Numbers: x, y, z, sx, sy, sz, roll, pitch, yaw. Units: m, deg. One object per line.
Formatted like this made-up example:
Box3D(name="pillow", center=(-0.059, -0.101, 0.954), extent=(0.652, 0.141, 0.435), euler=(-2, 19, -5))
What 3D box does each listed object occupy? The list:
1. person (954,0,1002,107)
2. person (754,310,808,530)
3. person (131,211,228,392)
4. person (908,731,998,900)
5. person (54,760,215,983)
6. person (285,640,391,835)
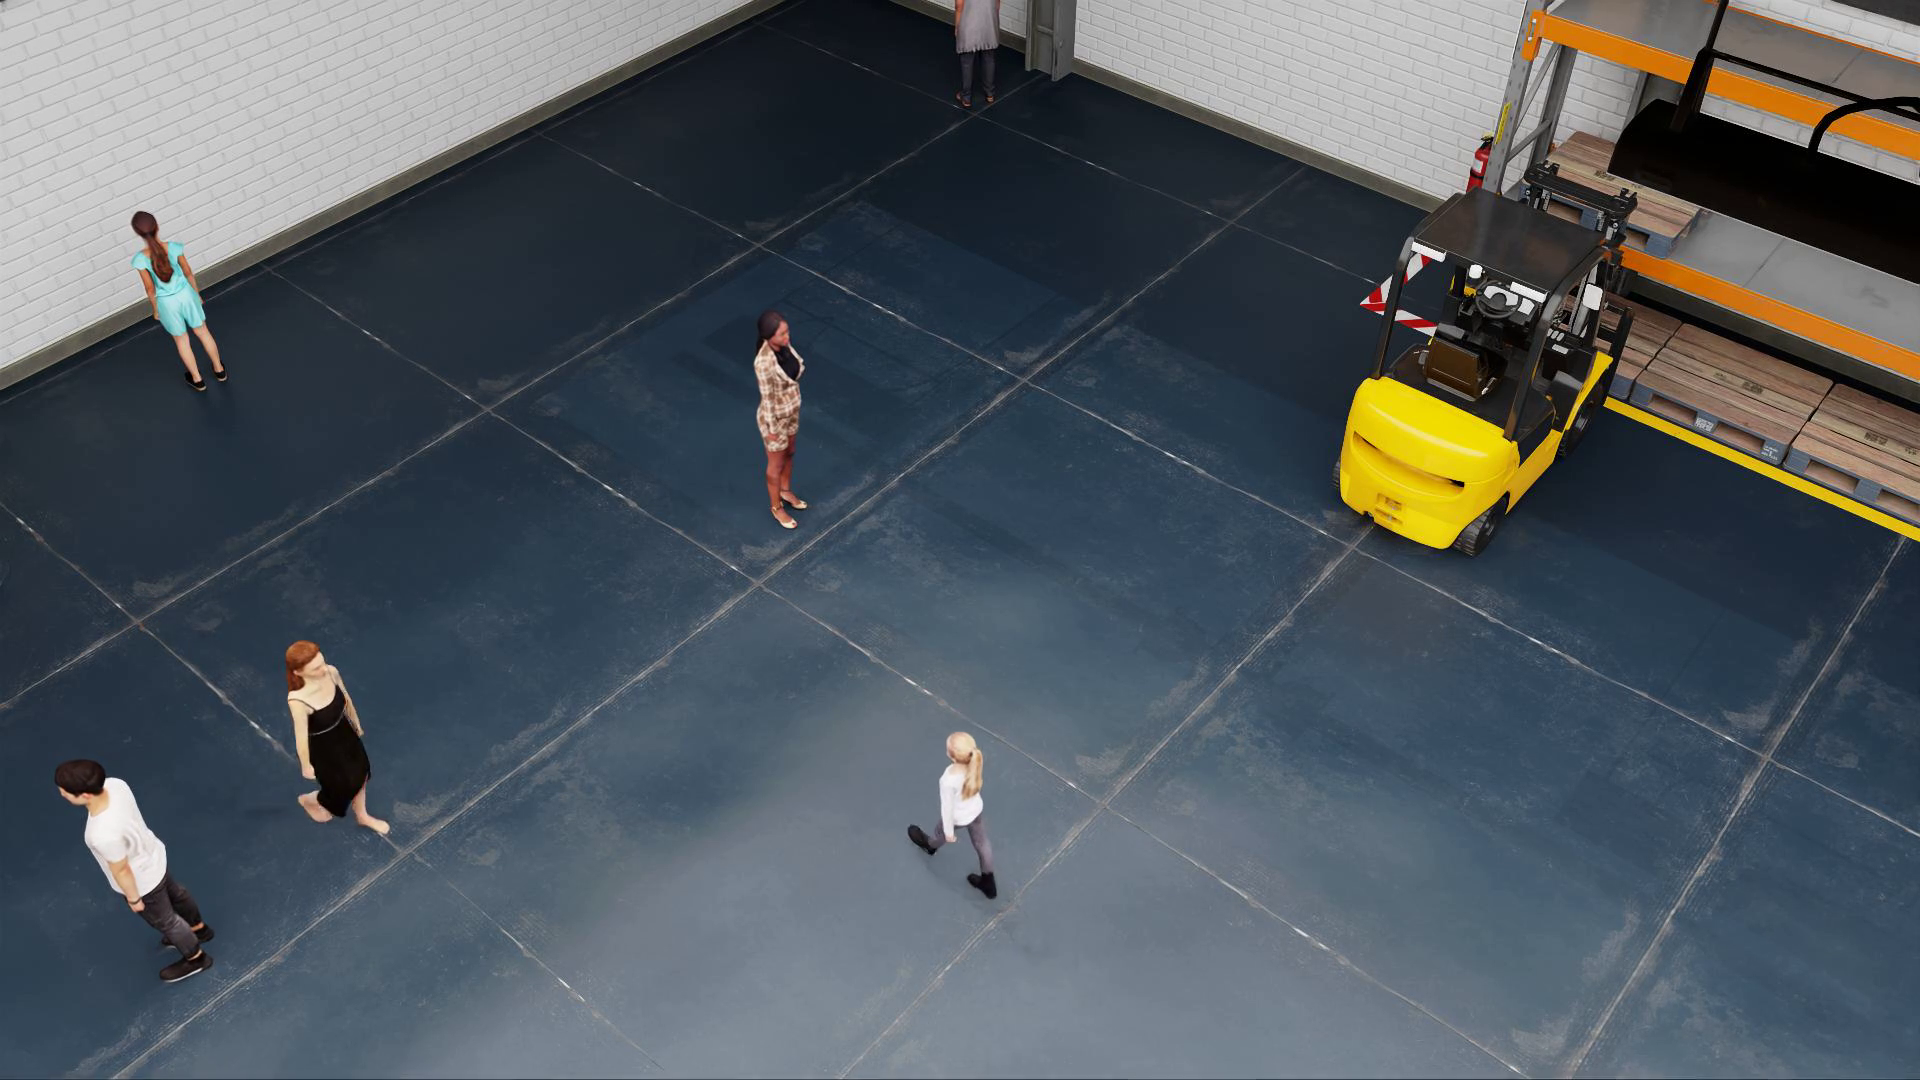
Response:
Box3D(name="person", center=(0.164, -4.986, 16.044), extent=(0.755, 1.610, 0.800), euler=(-14, 45, -14))
Box3D(name="person", center=(-1.260, -0.851, 11.571), extent=(0.638, 1.794, 0.643), euler=(15, 46, 15))
Box3D(name="person", center=(-6.028, -1.845, 12.786), extent=(0.587, 1.558, 0.594), euler=(-29, 51, -27))
Box3D(name="person", center=(0.061, 1.577, 9.418), extent=(0.564, 1.249, 0.914), euler=(-33, 53, -30))
Box3D(name="person", center=(-4.393, 1.740, 8.907), extent=(0.755, 1.717, 0.646), euler=(-12, 45, -13))
Box3D(name="person", center=(-3.716, 1.155, 9.604), extent=(0.877, 1.603, 0.752), euler=(12, 45, 12))
